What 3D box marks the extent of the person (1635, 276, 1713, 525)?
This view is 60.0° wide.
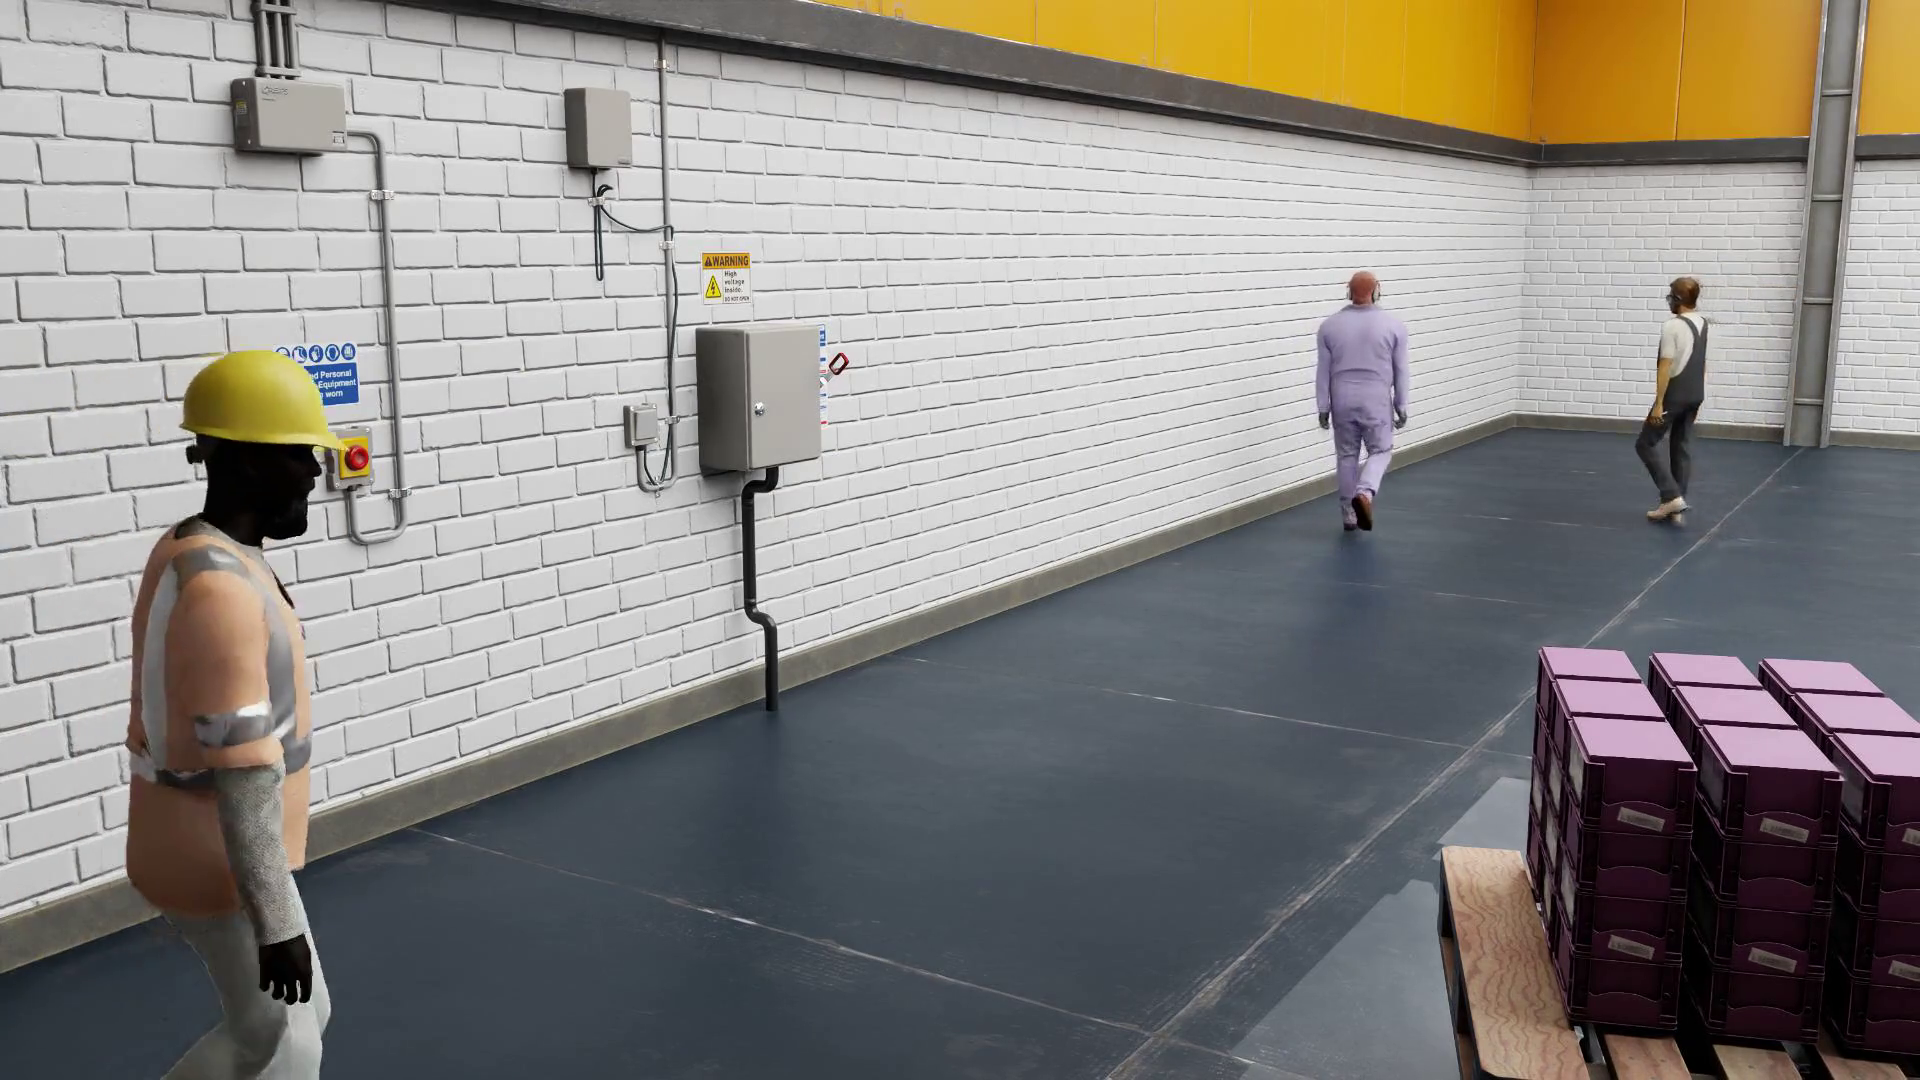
[{"bbox_3d":[5.266,-1.014,12.258,0.553,1.834,0.401,-6,12,-28],"label":"person"}]

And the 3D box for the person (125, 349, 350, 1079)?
[{"bbox_3d":[-1.412,0.595,3.150,0.577,1.904,0.615,-4,11,-22],"label":"person"}]

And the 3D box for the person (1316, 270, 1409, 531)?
[{"bbox_3d":[2.859,-0.976,11.879,0.659,1.893,0.620,5,11,25],"label":"person"}]
